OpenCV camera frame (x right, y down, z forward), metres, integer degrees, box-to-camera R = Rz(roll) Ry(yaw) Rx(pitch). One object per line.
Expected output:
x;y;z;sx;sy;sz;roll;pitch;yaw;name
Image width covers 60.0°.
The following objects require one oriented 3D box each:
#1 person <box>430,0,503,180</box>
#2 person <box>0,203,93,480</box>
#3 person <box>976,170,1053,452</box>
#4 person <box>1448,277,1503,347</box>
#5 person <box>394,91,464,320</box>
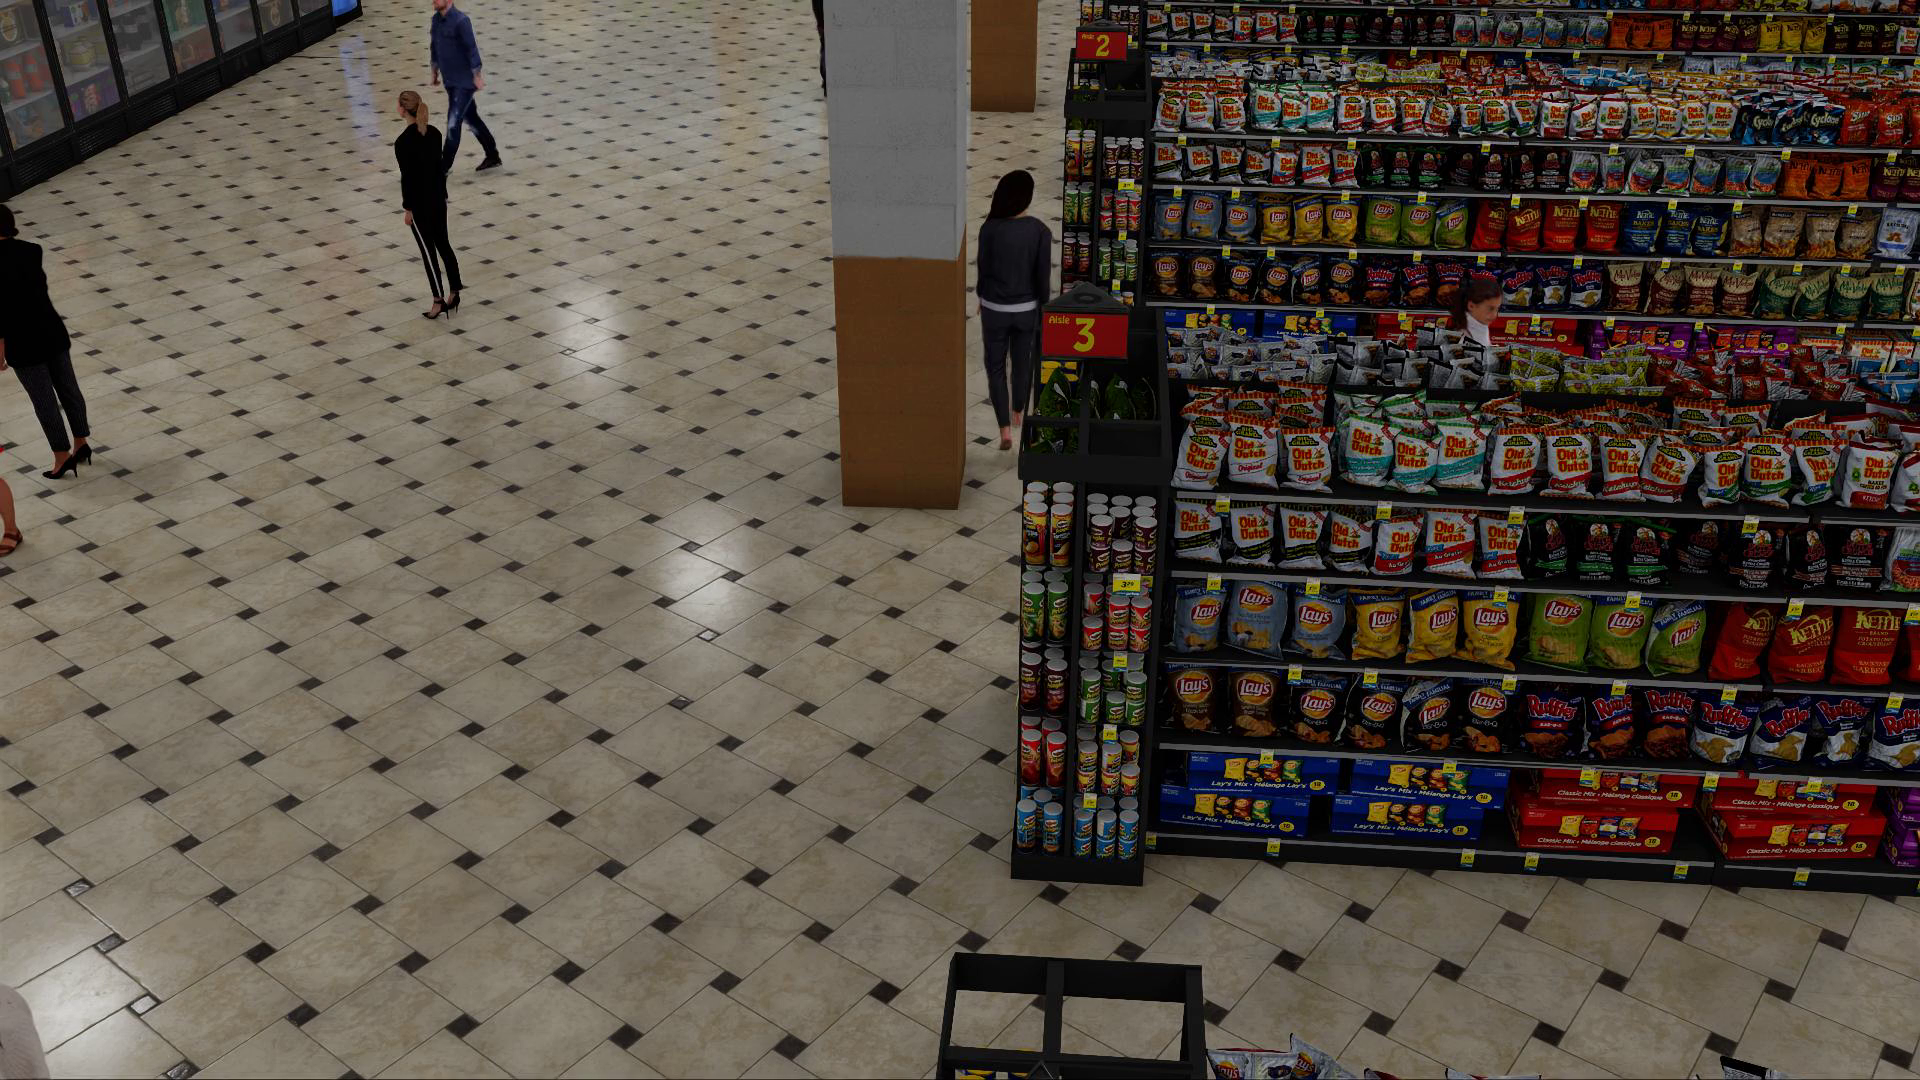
-4.622;-4.267;15.563;1.234;1.780;1.236;24;37;37;person
-5.560;-1.194;9.998;0.612;1.719;0.667;7;29;12;person
0.317;-1.397;10.347;1.035;1.740;0.799;-3;29;-6;person
2.786;-0.729;9.313;0.677;1.558;0.627;26;38;38;person
-3.966;-2.485;12.375;0.657;1.707;0.687;13;31;22;person
